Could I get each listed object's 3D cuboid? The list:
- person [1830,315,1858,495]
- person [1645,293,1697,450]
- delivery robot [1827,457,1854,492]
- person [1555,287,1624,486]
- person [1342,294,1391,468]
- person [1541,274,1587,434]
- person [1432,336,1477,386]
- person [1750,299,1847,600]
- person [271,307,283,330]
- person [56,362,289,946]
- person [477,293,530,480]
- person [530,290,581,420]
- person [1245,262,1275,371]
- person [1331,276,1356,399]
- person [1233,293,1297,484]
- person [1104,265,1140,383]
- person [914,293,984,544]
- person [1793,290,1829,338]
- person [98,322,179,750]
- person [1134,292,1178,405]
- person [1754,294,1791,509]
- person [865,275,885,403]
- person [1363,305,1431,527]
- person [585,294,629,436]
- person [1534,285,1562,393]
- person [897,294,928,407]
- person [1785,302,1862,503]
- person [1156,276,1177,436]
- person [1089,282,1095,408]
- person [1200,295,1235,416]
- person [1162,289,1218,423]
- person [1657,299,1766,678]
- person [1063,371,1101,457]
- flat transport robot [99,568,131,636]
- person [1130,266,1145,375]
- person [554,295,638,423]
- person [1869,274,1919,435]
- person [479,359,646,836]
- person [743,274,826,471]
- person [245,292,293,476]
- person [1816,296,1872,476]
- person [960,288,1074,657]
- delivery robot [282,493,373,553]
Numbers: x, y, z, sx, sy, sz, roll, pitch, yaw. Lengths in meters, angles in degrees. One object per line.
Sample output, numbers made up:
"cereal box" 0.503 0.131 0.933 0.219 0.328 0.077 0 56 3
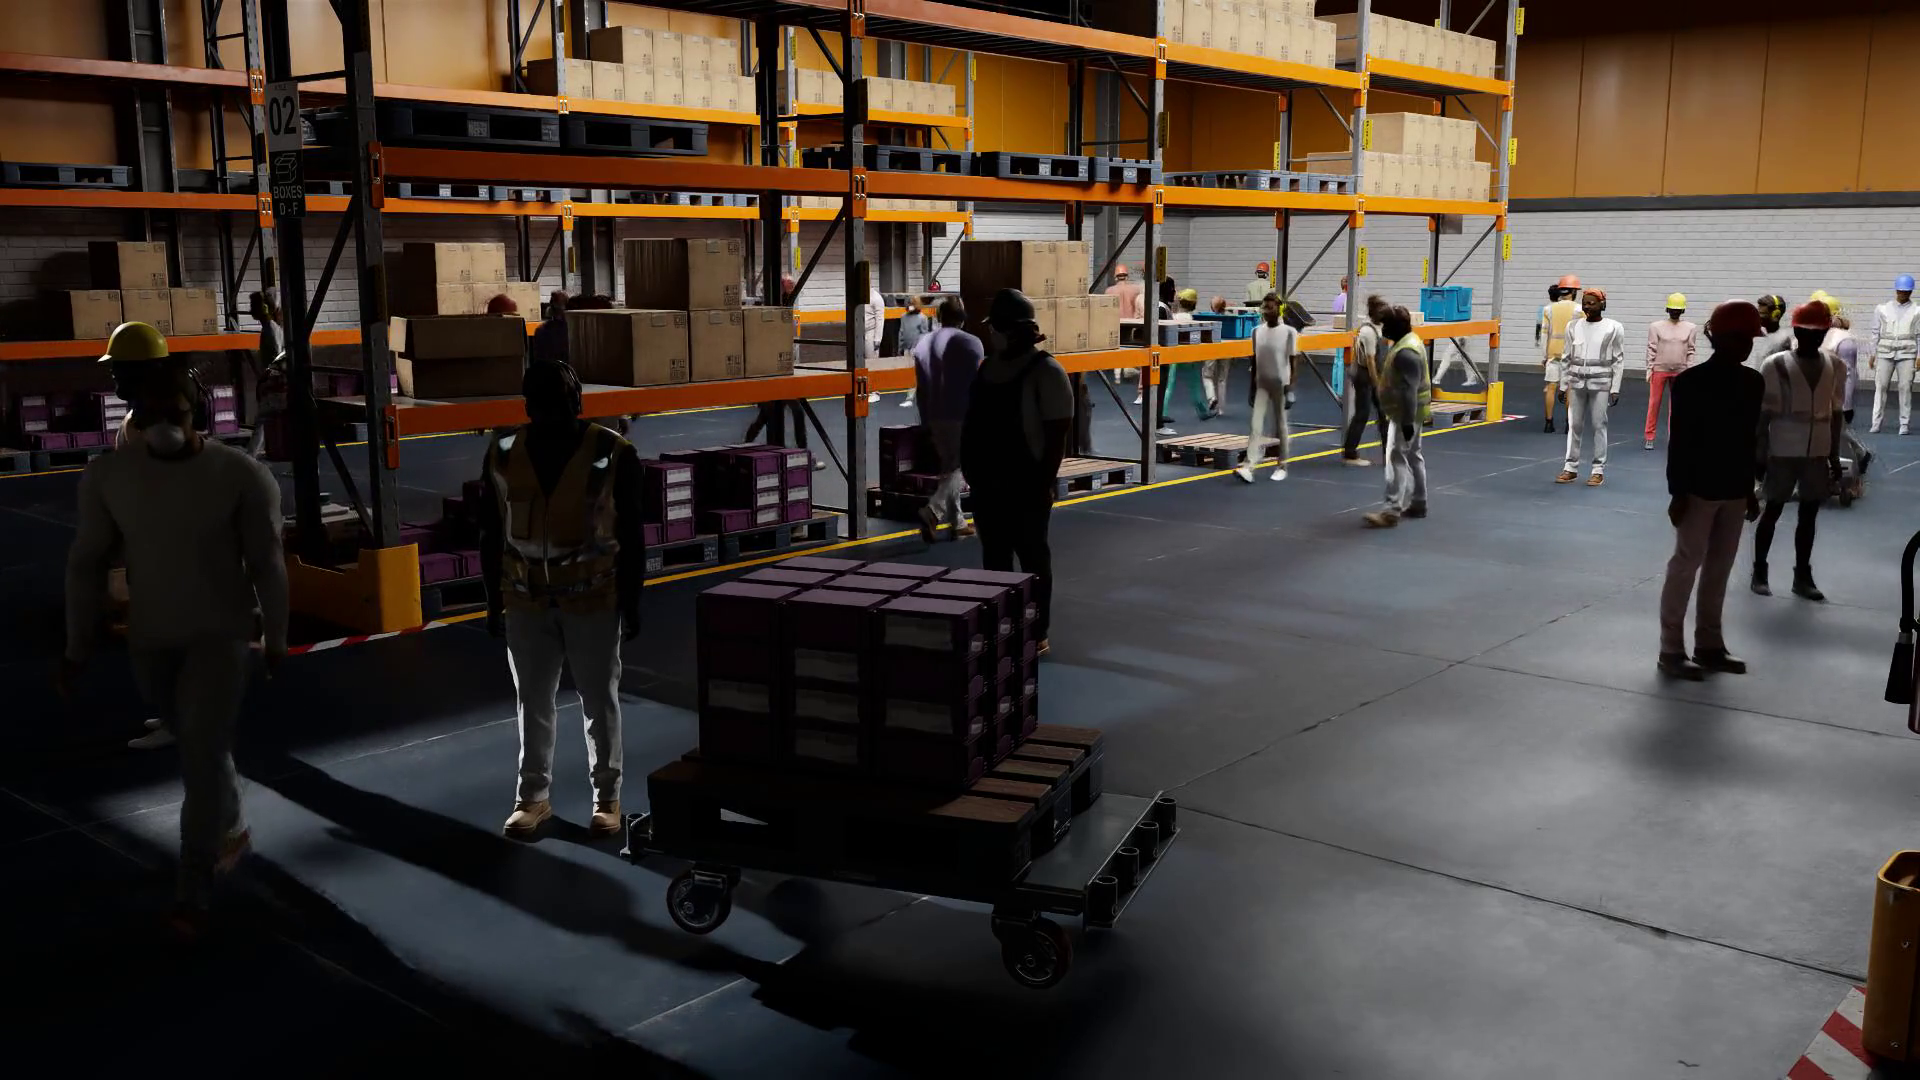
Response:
"person" 7.961 -1.233 15.266 0.314 1.642 0.514 -6 11 -29
"person" 7.935 -1.873 18.581 0.523 1.760 0.327 2 10 9
"delivery robot" 7.611 -0.652 14.780 0.477 0.478 0.707 0 10 -1
"person" 5.993 -1.455 15.834 0.585 1.882 0.337 9 13 41
"person" 4.248 -1.595 16.911 0.753 1.788 0.599 8 13 39
"person" 7.361 -2.258 20.265 0.548 1.934 0.375 7 12 36
"person" 8.056 -3.296 27.177 0.904 1.583 0.558 2 10 14
"person" 5.411 -0.579 10.715 0.551 1.941 0.361 0 10 2
"person" -7.259 -1.686 17.900 0.500 1.629 0.272 7 12 34
"person" -2.608 0.346 5.610 0.647 1.887 1.040 0 10 -1
"person" -3.763 -1.066 13.623 0.558 1.896 0.991 7 12 36
"person" -3.713 -1.434 15.789 0.658 1.873 0.943 3 10 14
"person" 5.538 -4.092 30.536 0.612 1.995 0.377 4 11 24
"person" 5.752 -3.035 24.940 0.381 1.845 0.570 -1 10 -4
"person" 2.944 -1.438 15.904 0.555 1.822 0.941 7 12 34
"person" 2.701 -3.615 27.871 0.656 1.971 0.568 1 10 4
"person" -0.097 -0.904 12.592 0.636 1.924 0.736 9 13 41
"person" 10.095 -2.063 19.640 0.528 1.767 0.330 4 11 24
"person" -3.638 -0.018 7.533 0.362 1.928 0.587 -2 10 -12
"person" 2.783 -2.884 23.917 0.651 1.904 0.403 4 11 23
"person" 6.947 -1.181 14.347 0.410 1.865 0.600 3 10 15
"person" -1.394 -2.959 24.333 0.399 1.909 0.642 -9 14 -42
"person" 3.624 -1.023 13.647 0.499 1.808 0.772 3 10 14
"person" -2.867 -1.029 13.413 0.575 1.884 0.355 9 14 42
"person" 9.227 -3.143 25.998 0.552 1.677 0.565 -1 10 -4
"person" -0.621 -2.718 23.780 0.522 1.611 0.610 9 13 42
"person" 7.722 -1.229 14.809 0.909 1.806 0.655 -5 11 -25
"person" 2.436 -2.224 20.116 0.391 1.920 0.593 1 10 4
"person" 1.686 -2.838 23.556 0.359 1.937 0.552 -8 13 -37
"person" 3.455 -2.456 22.286 0.520 1.628 0.433 0 10 -2
"person" 2.948 -2.380 21.549 0.899 1.712 0.548 -7 12 -33
"person" 3.993 -0.268 8.772 0.622 1.990 0.402 -4 11 -24
"person" 1.246 -1.728 17.827 0.507 1.717 0.711 9 13 40
"flat transport robot" -4.976 0.339 10.214 0.652 0.197 1.431 -7 12 -36
"person" 3.405 -3.931 29.608 1.009 1.993 0.634 -2 10 -14
"person" -3.074 -1.113 13.950 0.640 1.857 1.050 3 11 19
"person" 11.364 -2.240 20.159 0.606 1.938 0.407 7 12 35
"person" -1.523 0.229 6.369 0.634 1.841 0.429 0 10 2
"person" -1.840 -1.635 16.538 1.019 2.003 0.616 -9 13 -42
"person" -6.829 -1.498 16.262 0.926 1.824 0.535 -4 11 -21
"person" 8.435 -1.456 16.070 0.753 1.807 0.602 -1 10 -6
"person" 0.253 -0.358 9.148 0.535 2.000 0.673 -9 13 -42
"delivery robot" -4.409 -0.082 11.538 0.477 0.478 0.707 6 12 31
